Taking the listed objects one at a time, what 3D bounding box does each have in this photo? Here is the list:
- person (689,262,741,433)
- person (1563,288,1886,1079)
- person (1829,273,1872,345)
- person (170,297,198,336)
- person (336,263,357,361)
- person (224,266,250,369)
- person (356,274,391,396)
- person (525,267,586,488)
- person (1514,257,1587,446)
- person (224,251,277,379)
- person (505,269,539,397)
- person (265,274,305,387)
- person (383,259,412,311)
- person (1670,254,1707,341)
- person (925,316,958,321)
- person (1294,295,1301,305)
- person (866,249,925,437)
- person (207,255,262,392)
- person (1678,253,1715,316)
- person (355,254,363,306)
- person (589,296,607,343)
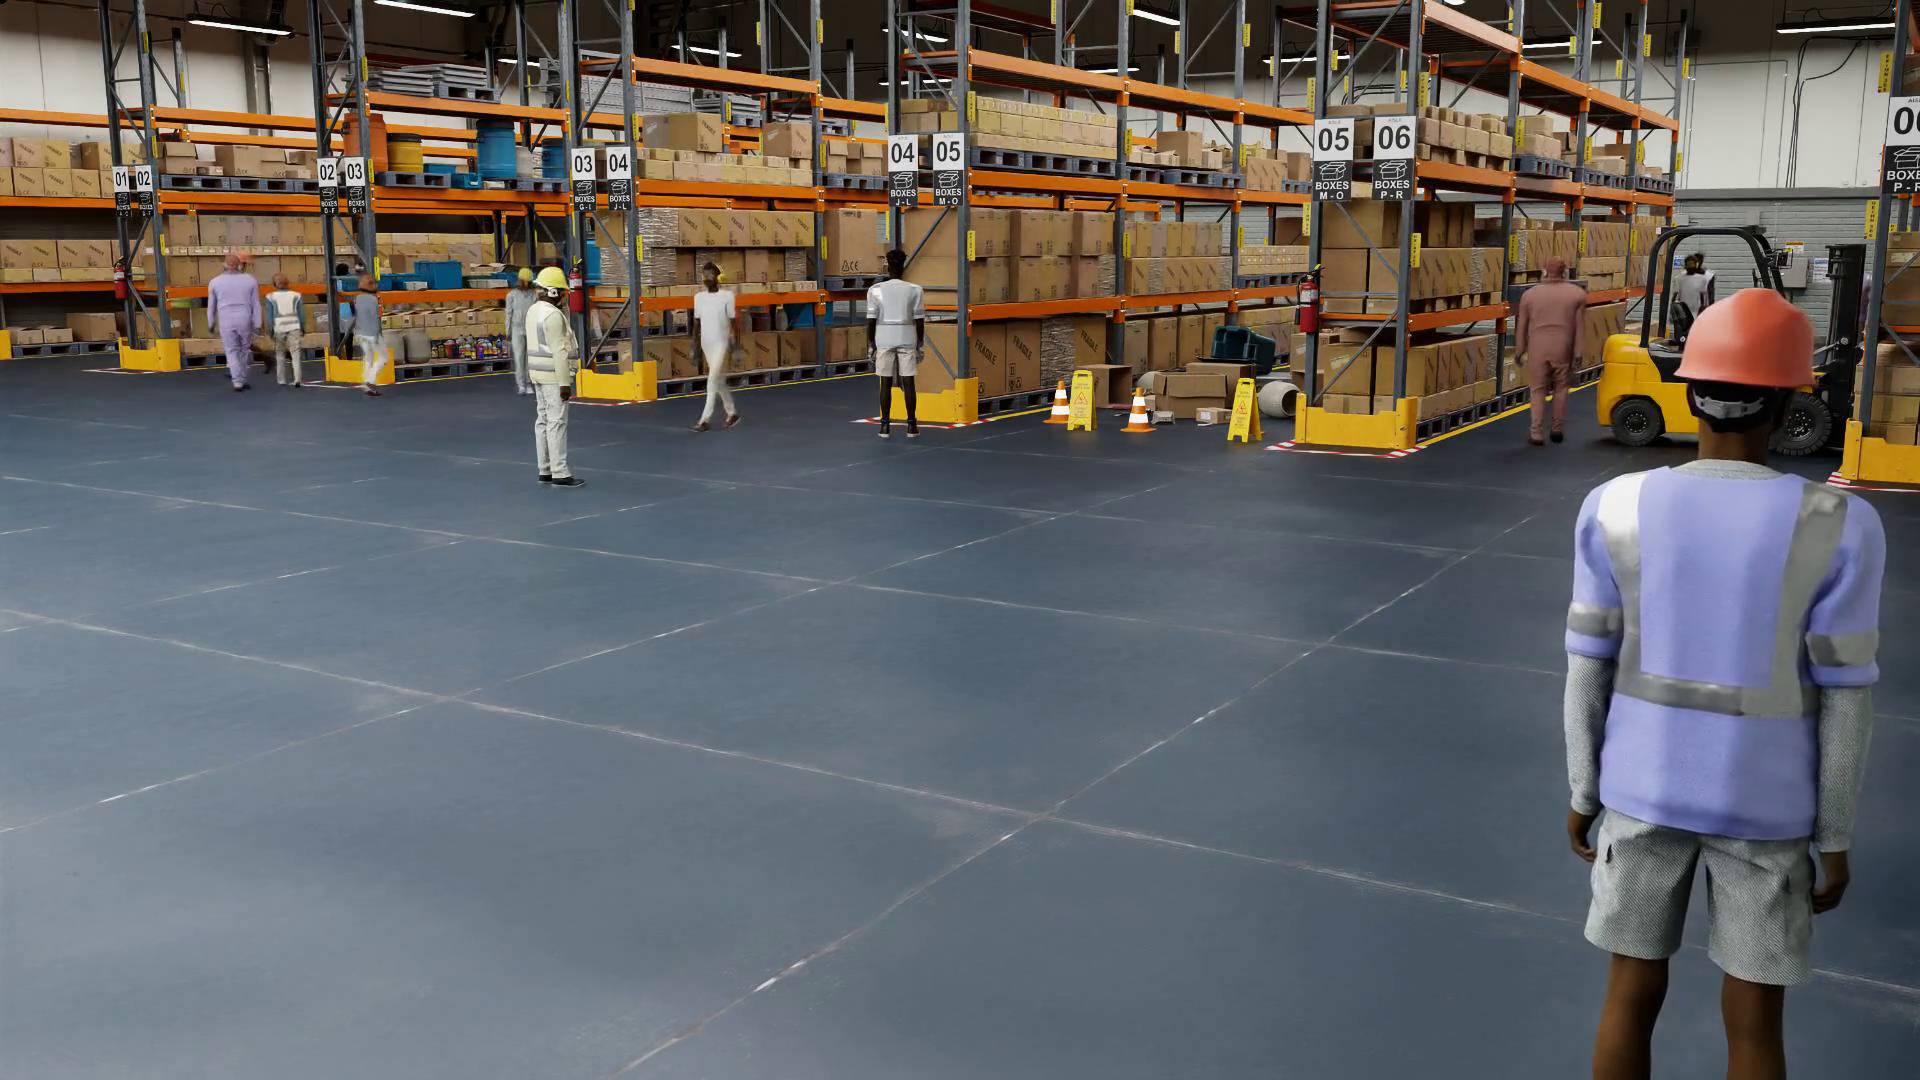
[{"bbox_3d":[-2.666,-2.097,18.078,0.527,1.828,1.005,5,11,25],"label":"person"},{"bbox_3d":[1.454,0.489,3.237,0.547,1.938,0.377,7,12,34],"label":"person"},{"bbox_3d":[12.772,-3.177,23.847,0.580,1.918,0.405,6,12,28],"label":"person"},{"bbox_3d":[-13.886,-4.165,29.658,0.643,1.852,0.558,1,10,8],"label":"person"},{"bbox_3d":[-9.977,-3.633,26.992,0.541,1.698,0.315,7,12,34],"label":"person"},{"bbox_3d":[-11.691,-3.628,26.809,0.517,1.757,0.336,9,13,40],"label":"person"},{"bbox_3d":[-7.767,-2.697,21.976,0.505,1.624,0.338,8,13,37],"label":"person"},{"bbox_3d":[-3.369,-1.347,13.814,0.404,1.833,0.588,-7,12,-35],"label":"person"},{"bbox_3d":[5.949,-1.903,16.802,0.676,1.871,0.727,3,11,17],"label":"person"},{"bbox_3d":[-10.741,-3.391,25.040,0.809,1.915,0.560,-10,14,-44],"label":"person"},{"bbox_3d":[-5.763,-2.755,22.111,0.503,1.680,0.908,-5,11,-24],"label":"person"},{"bbox_3d":[-9.507,-2.958,23.493,0.523,1.599,0.839,-6,12,-28],"label":"person"},{"bbox_3d":[-11.428,-4.851,33.808,0.575,1.705,0.880,2,10,13],"label":"person"},{"bbox_3d":[11.779,-3.690,26.915,0.512,1.849,0.567,5,11,27],"label":"person"},{"bbox_3d":[-0.218,-3.017,22.606,0.606,2.037,0.405,4,11,22],"label":"person"},{"bbox_3d":[6.961,-5.000,34.045,0.625,1.917,0.565,4,11,23],"label":"person"},{"bbox_3d":[-0.670,-2.048,17.367,0.609,1.965,0.369,0,10,-1],"label":"person"},{"bbox_3d":[-9.941,-2.956,22.816,0.671,1.859,0.881,-5,11,-26],"label":"person"},{"bbox_3d":[12.640,-3.995,28.594,0.601,1.860,1.056,6,12,29],"label":"person"},{"bbox_3d":[-12.343,-5.023,34.320,0.613,1.860,0.568,5,11,27],"label":"person"},{"bbox_3d":[-7.529,-4.850,33.426,0.575,1.844,0.978,5,11,26],"label":"person"}]
